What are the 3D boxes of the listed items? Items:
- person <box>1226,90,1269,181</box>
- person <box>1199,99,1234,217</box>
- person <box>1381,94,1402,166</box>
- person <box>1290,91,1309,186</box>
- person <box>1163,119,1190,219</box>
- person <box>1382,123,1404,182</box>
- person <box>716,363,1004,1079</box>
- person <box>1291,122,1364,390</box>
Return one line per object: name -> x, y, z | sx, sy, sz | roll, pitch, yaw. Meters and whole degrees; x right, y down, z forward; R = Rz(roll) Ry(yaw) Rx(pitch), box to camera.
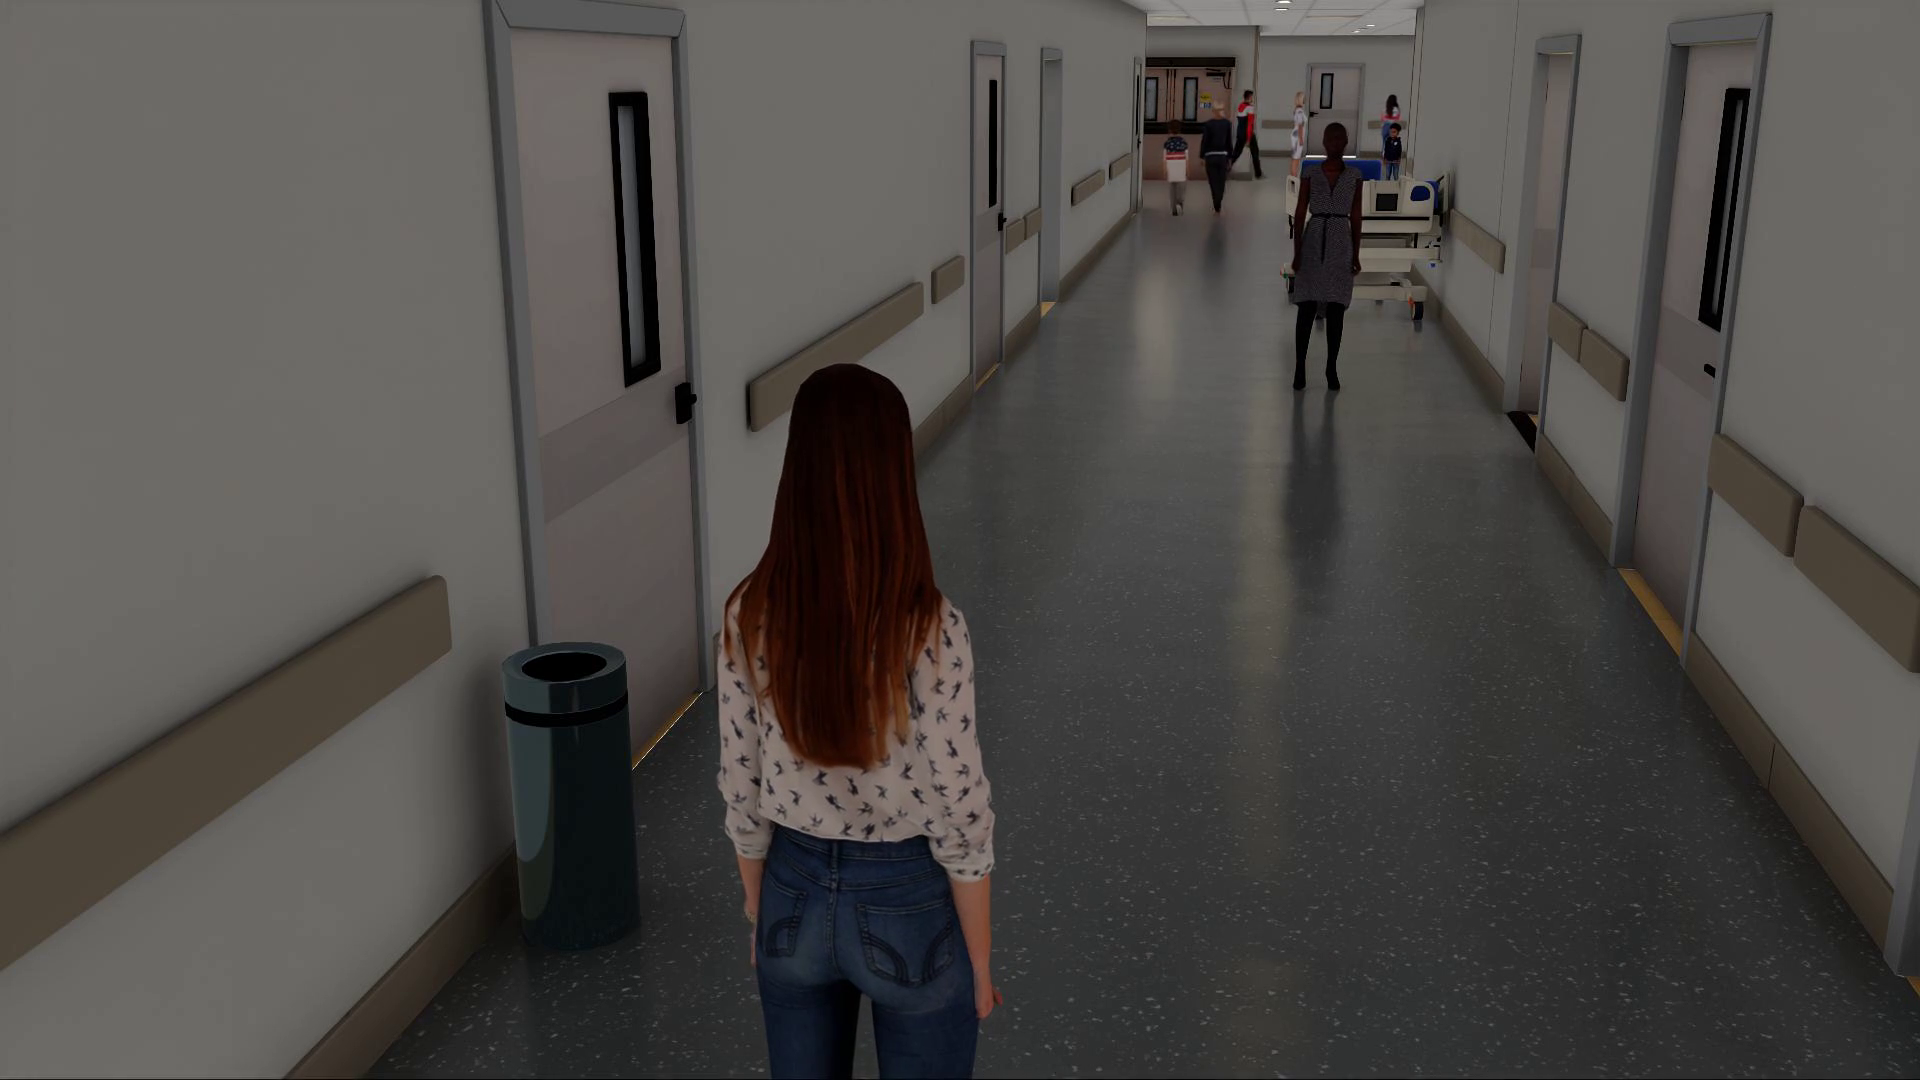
person -> 5.512, -7.890, 32.640 | 1.261, 1.705, 1.093 | -7, 17, -24
person -> 3.866, -5.700, 24.888 | 1.001, 1.697, 0.879 | -3, 16, -9
person -> 9.791, -9.323, 37.955 | 1.076, 1.580, 0.866 | 8, 18, 27
person -> 6.476, -7.698, 31.879 | 0.548, 1.750, 0.590 | 0, 16, 1
person -> 3.202, -5.504, 24.689 | 0.576, 1.428, 0.605 | 4, 16, 13
person -> 7.825, -6.906, 30.041 | 0.529, 1.222, 0.637 | 12, 19, 35
person -> -0.151, 0.589, 2.528 | 0.505, 1.726, 0.675 | 6, 17, 21
person -> 2.492, -1.923, 11.323 | 0.488, 1.788, 0.695 | 1, 16, 4
